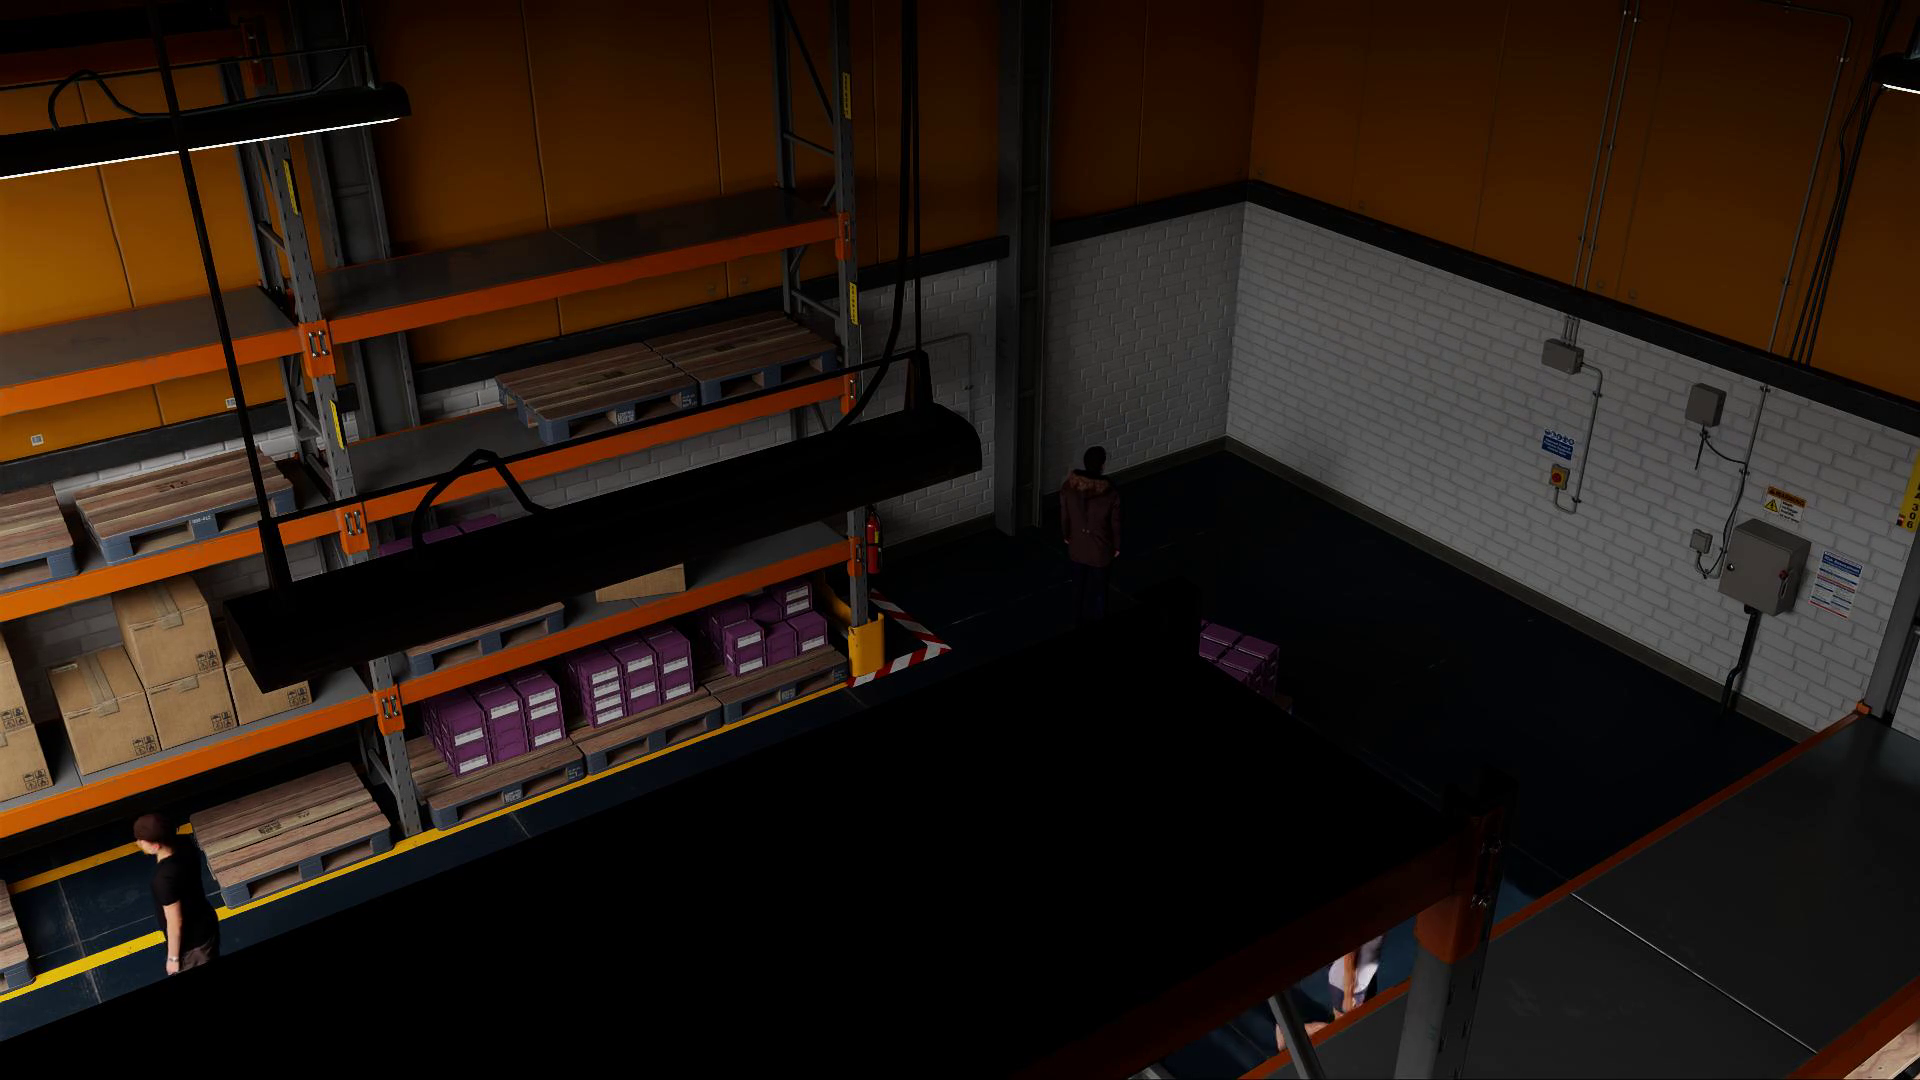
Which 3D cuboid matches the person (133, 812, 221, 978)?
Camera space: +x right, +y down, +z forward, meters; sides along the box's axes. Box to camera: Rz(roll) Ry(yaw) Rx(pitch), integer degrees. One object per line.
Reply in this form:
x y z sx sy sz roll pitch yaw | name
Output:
-4.752 2.413 10.272 0.762 1.856 0.785 -2 29 -4 | person

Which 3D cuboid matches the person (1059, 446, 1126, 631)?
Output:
1.157 0.037 14.640 0.860 1.844 0.847 15 32 25 | person
